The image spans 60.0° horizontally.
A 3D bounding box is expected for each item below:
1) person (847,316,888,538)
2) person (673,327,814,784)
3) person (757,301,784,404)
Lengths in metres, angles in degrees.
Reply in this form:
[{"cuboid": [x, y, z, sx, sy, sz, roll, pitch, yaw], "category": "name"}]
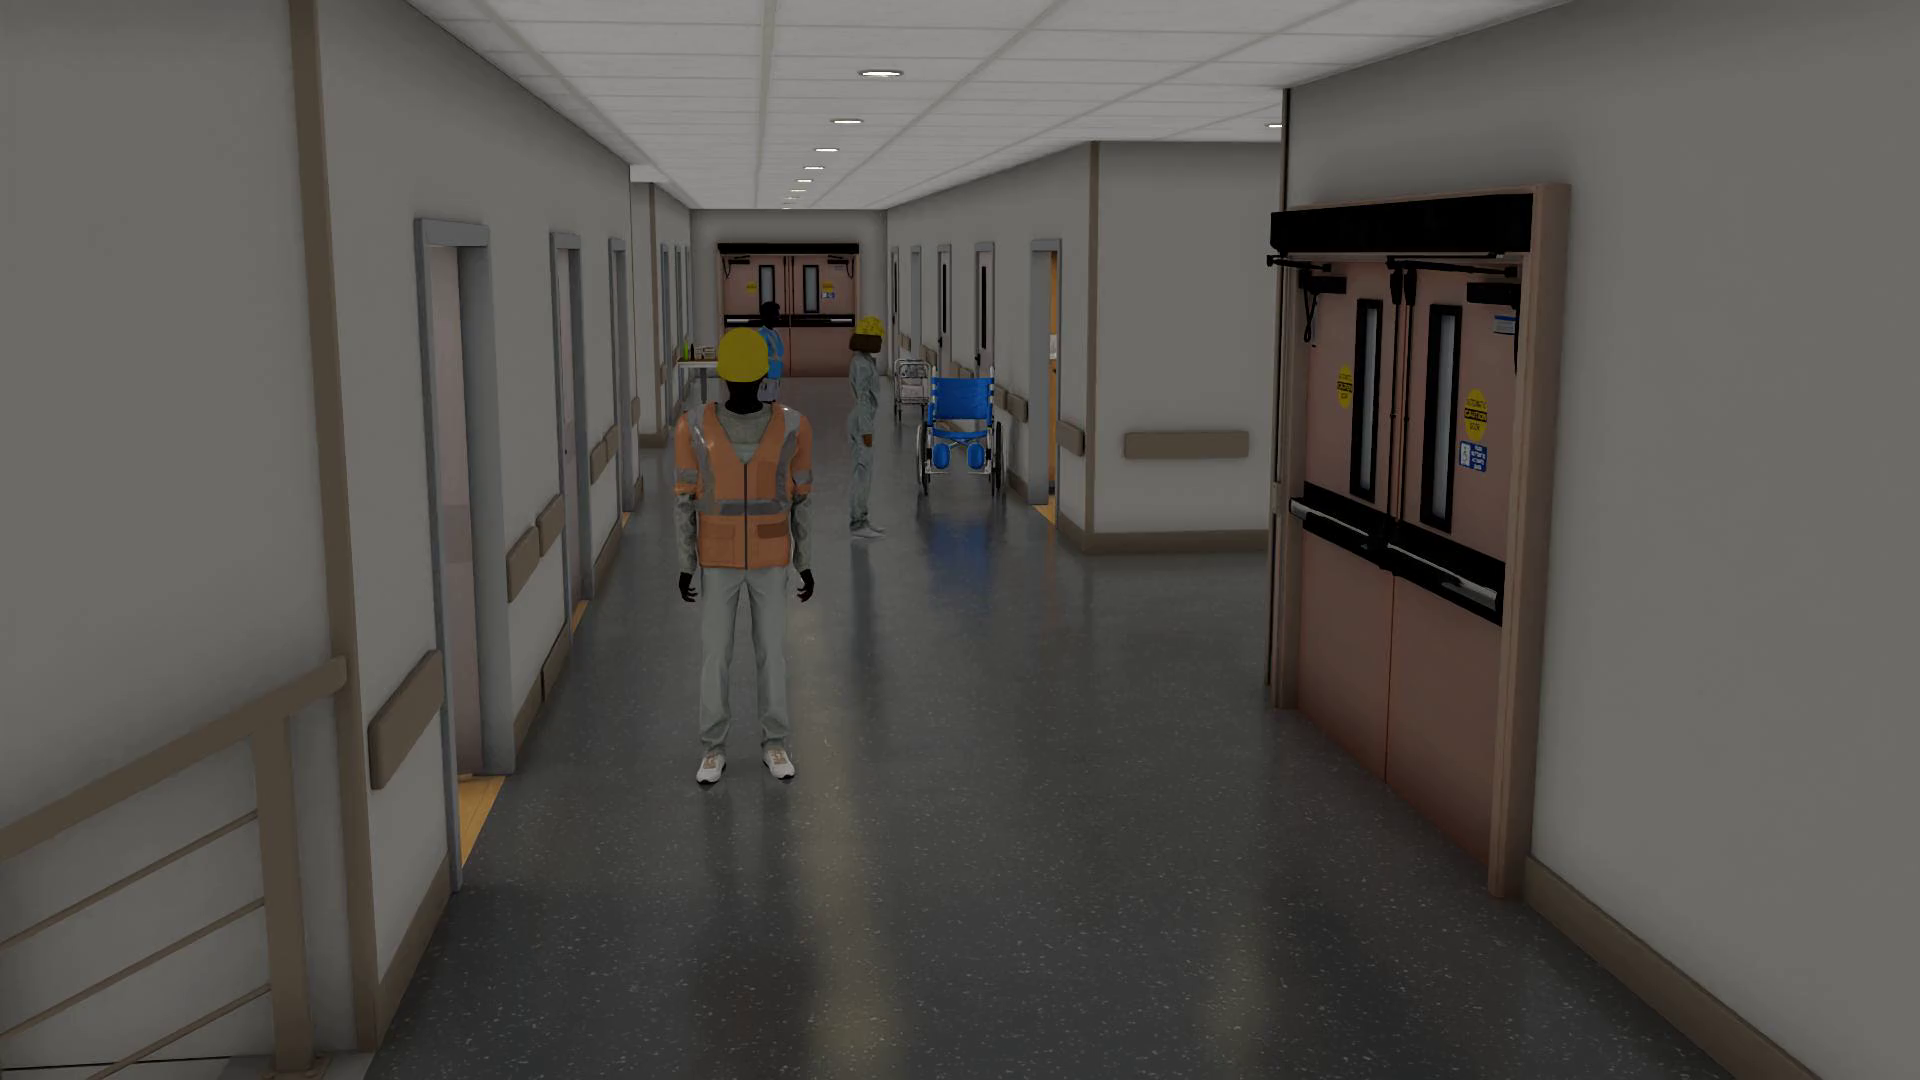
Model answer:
[{"cuboid": [-0.723, -0.881, 13.059, 0.326, 1.737, 0.486, 0, 10, -2], "category": "person"}, {"cuboid": [-0.899, 0.069, 6.991, 0.586, 1.917, 0.381, -2, 10, -11], "category": "person"}, {"cuboid": [-2.144, -1.832, 18.689, 0.319, 1.698, 0.539, 2, 10, 11], "category": "person"}]
